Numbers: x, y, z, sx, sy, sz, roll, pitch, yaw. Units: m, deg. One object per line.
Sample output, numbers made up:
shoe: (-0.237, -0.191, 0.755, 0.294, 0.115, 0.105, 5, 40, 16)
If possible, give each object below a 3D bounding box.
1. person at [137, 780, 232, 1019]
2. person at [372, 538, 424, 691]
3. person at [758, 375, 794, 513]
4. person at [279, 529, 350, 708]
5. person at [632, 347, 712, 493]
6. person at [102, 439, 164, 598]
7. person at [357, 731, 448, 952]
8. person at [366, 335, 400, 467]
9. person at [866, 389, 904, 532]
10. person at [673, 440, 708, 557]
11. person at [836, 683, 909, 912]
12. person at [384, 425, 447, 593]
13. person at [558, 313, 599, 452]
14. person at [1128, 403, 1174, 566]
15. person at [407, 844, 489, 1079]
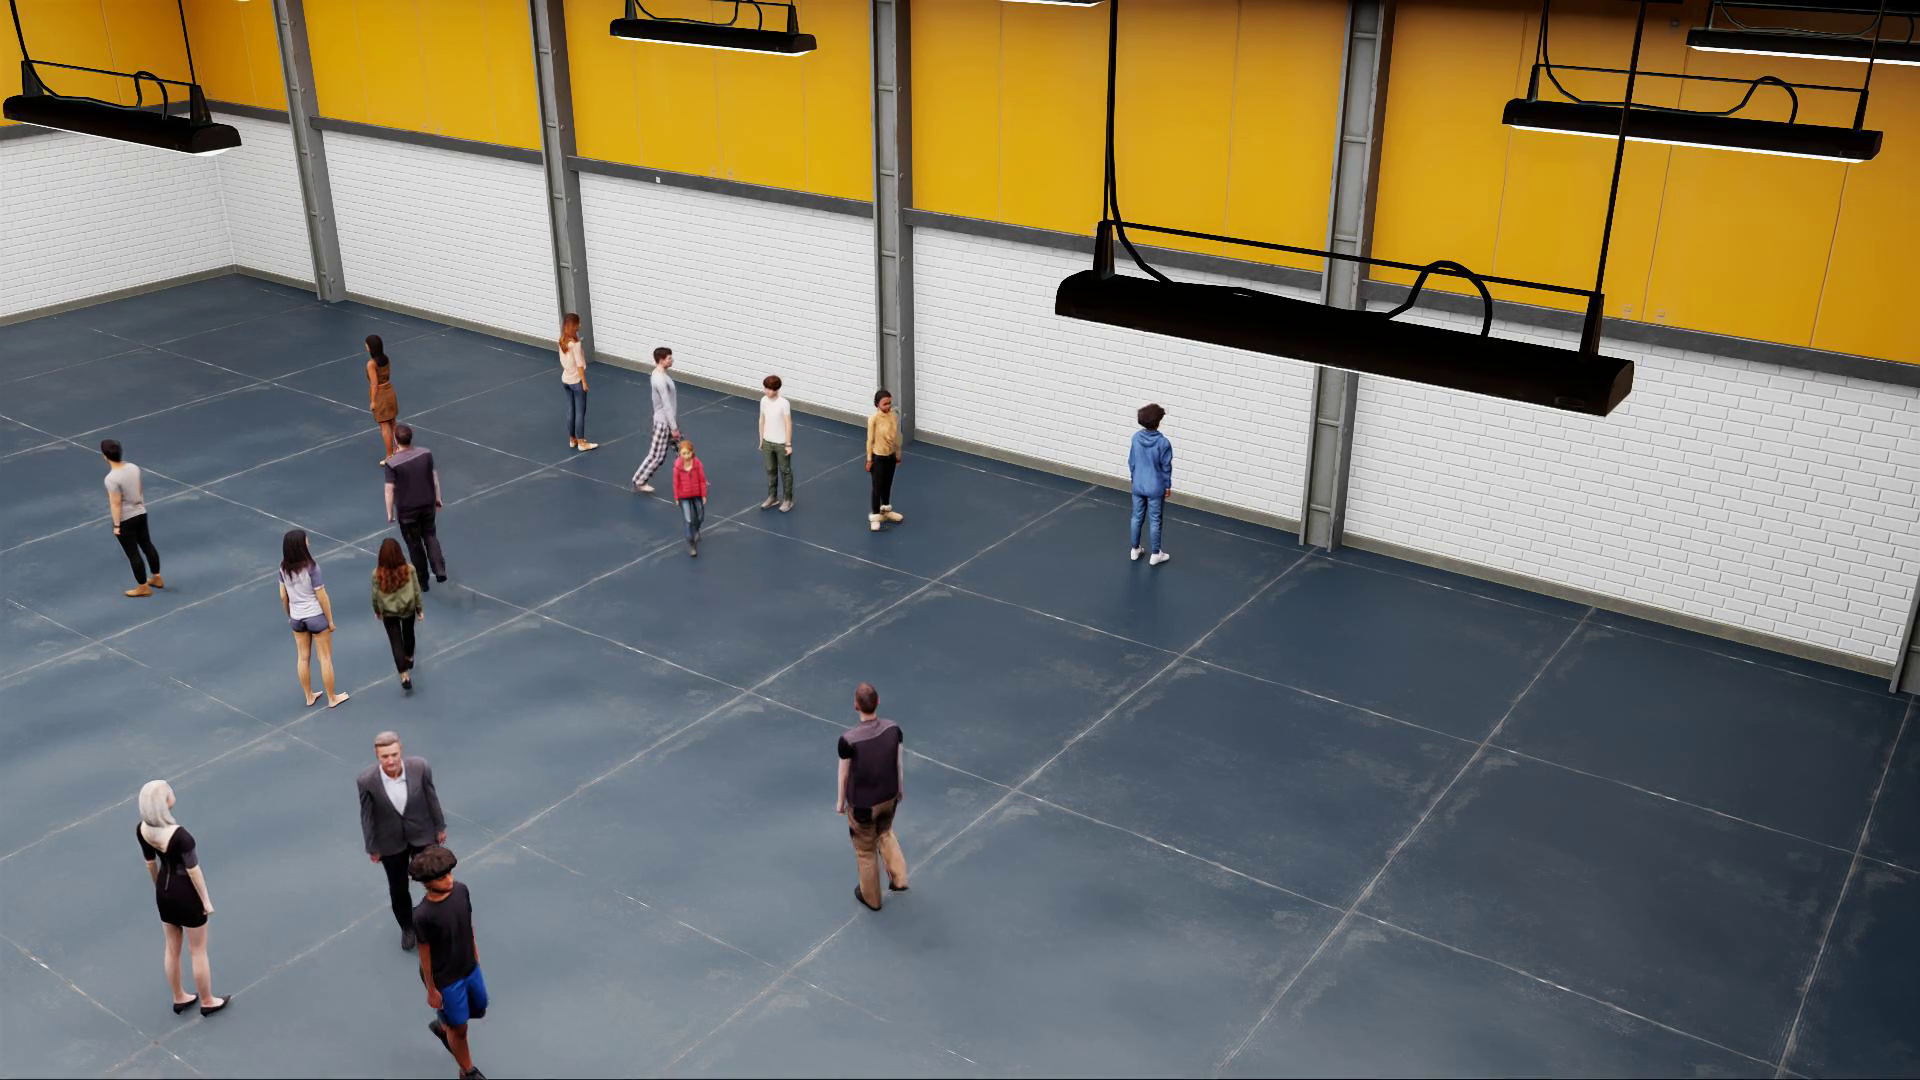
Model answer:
person: (-5.226, 2.400, 11.131, 0.545, 1.829, 0.687, 7, 24, 15)
person: (-5.230, 0.707, 15.488, 0.914, 1.441, 1.069, -9, 25, -20)
person: (-2.143, -1.146, 19.463, 0.521, 1.653, 0.679, 11, 26, 23)
person: (-5.921, 0.706, 15.125, 0.568, 1.733, 0.712, 5, 24, 10)
person: (-3.602, -1.387, 19.832, 1.230, 1.798, 1.134, -3, 24, -6)
person: (-8.636, -0.241, 17.314, 0.640, 1.716, 0.667, 6, 24, 14)
person: (-3.939, 2.107, 11.823, 0.841, 1.812, 0.849, -10, 26, -22)
person: (-7.225, -1.760, 20.820, 0.642, 1.690, 0.639, 4, 24, 8)
person: (-0.882, -0.956, 19.024, 0.740, 1.657, 0.767, 20, 31, 38)
person: (-2.991, -0.503, 18.424, 0.765, 1.307, 0.859, -7, 24, -15)
person: (-0.604, 1.935, 12.200, 0.778, 1.824, 0.793, -15, 28, -31)
person: (-5.622, -0.306, 17.306, 0.808, 1.840, 0.791, -20, 30, -38)
person: (-4.948, -2.030, 21.315, 0.685, 1.788, 0.516, -22, 32, -40)
person: (2.059, -0.621, 18.064, 0.492, 1.811, 0.718, 16, 28, 32)
person: (-3.278, 2.690, 10.520, 0.848, 1.786, 0.606, 15, 28, 30)
